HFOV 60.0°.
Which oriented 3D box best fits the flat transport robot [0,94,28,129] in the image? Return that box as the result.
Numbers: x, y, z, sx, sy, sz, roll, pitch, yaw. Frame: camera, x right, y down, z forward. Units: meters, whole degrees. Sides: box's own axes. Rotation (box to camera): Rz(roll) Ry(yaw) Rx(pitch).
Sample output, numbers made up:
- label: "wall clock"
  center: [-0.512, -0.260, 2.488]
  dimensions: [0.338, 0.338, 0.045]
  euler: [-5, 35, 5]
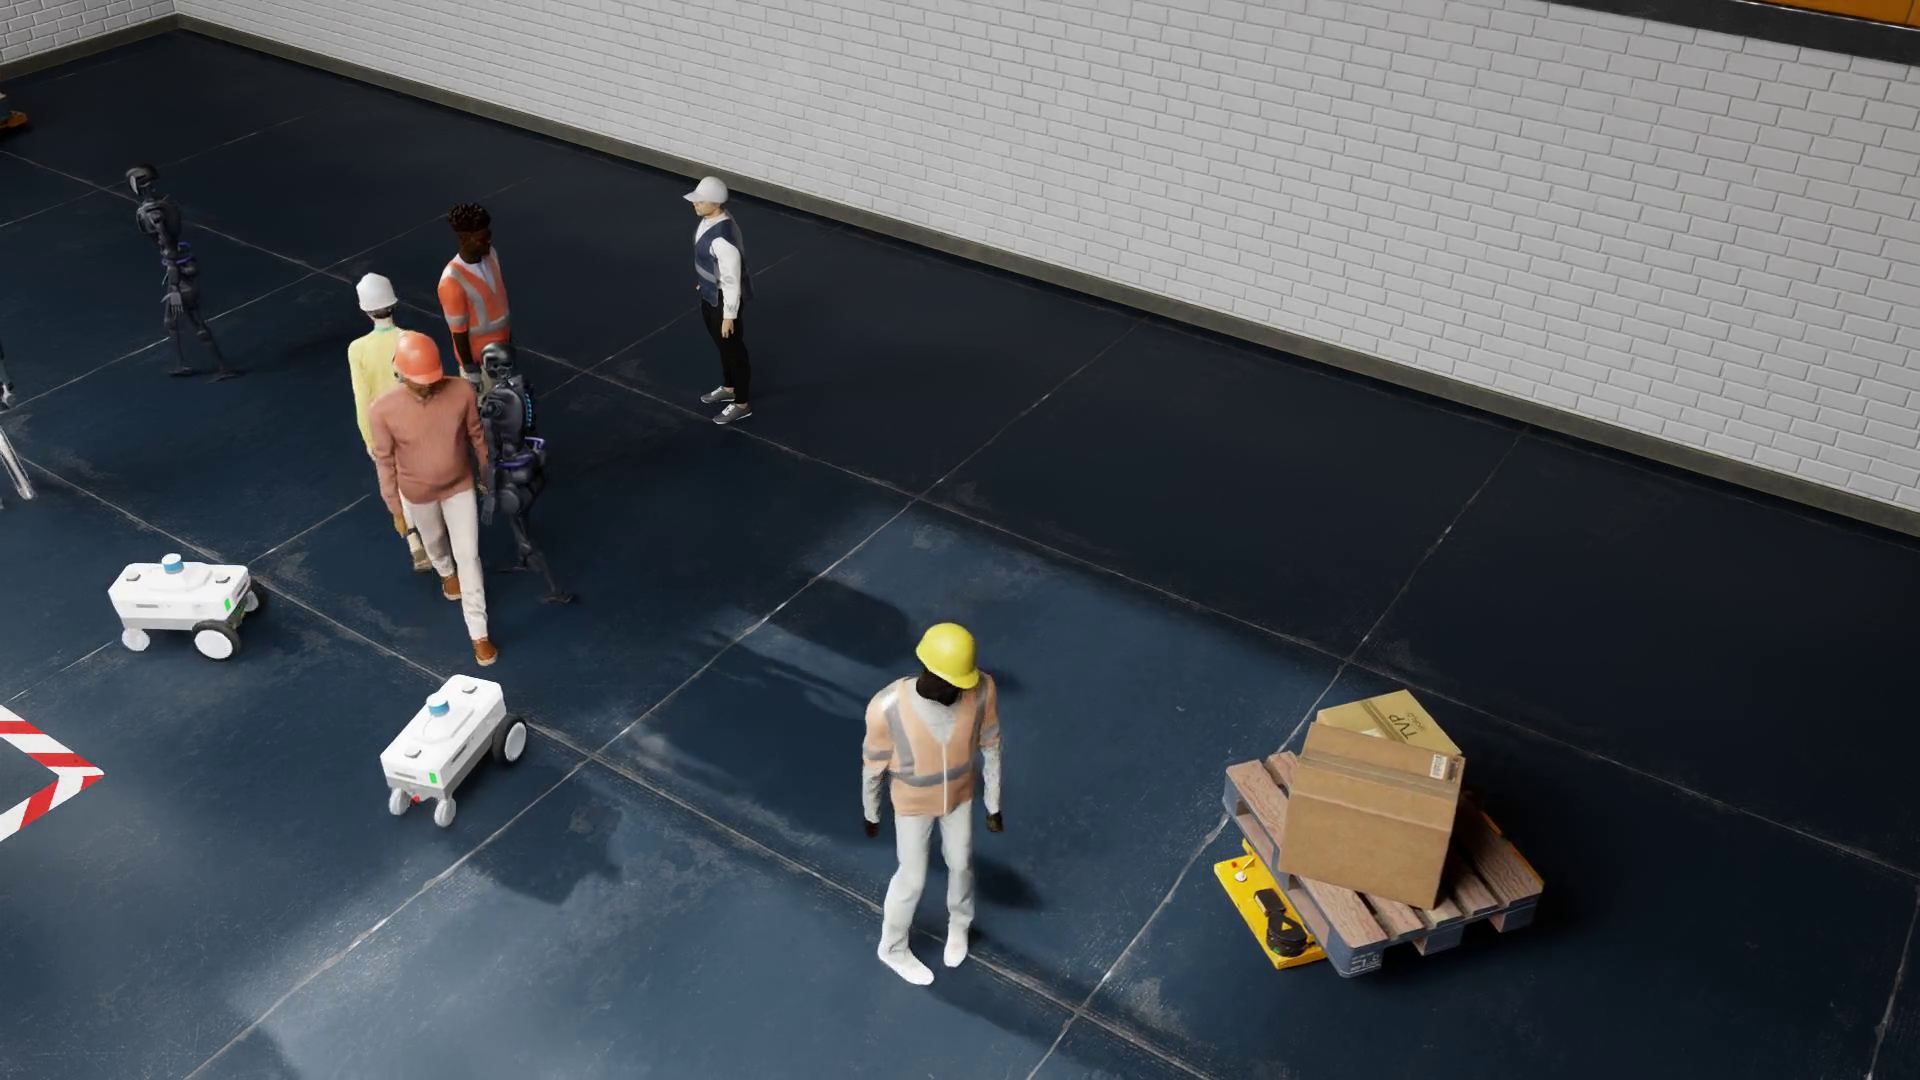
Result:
- label: "flat transport robot"
  center: [-9.703, -3.870, 15.794]
  dimensions: [0.659, 0.231, 1.431]
  euler: [14, 37, 19]

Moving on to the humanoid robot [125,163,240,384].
- label: "humanoid robot"
  center: [-5.549, -1.836, 11.666]
  dimensions: [0.561, 1.644, 0.609]
  euler: [-16, 38, -21]

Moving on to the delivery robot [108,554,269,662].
- label: "delivery robot"
  center: [-4.436, 0.346, 9.513]
  dimensions: [0.771, 0.587, 0.499]
  euler: [1, 35, 2]

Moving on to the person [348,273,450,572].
- label: "person"
  center: [-3.260, -0.643, 9.796]
  dimensions: [0.519, 1.861, 0.657]
  euler: [-13, 37, -18]

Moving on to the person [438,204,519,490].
- label: "person"
  center: [-3.003, -1.217, 10.538]
  dimensions: [0.379, 1.957, 0.598]
  euler: [7, 36, 9]

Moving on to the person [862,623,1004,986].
- label: "person"
  center: [-0.116, 1.124, 7.244]
  dimensions: [0.611, 1.892, 0.425]
  euler: [-14, 37, -19]

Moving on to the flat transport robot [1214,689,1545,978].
- label: "flat transport robot"
  center: [2.013, 1.595, 7.985]
  dimensions: [1.431, 0.231, 0.659]
  euler: [-11, 37, -16]

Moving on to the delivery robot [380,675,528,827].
- label: "delivery robot"
  center: [-2.619, 1.031, 8.550]
  dimensions: [0.499, 0.606, 0.781]
  euler: [11, 36, 15]

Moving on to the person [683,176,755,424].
- label: "person"
  center: [-1.613, -1.644, 11.312]
  dimensions: [0.417, 1.759, 0.752]
  euler: [-12, 37, -17]

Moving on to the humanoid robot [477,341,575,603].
- label: "humanoid robot"
  center: [-2.575, -0.375, 9.599]
  dimensions: [0.608, 1.645, 0.612]
  euler: [8, 36, 12]

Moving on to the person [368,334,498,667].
- label: "person"
  center: [-2.915, -0.323, 9.290]
  dimensions: [0.618, 1.950, 1.006]
  euler: [-14, 37, -19]

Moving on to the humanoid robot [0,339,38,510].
- label: "humanoid robot"
  center: [-6.243, -0.915, 10.382]
  dimensions: [0.750, 1.865, 0.534]
  euler: [27, 43, 33]
